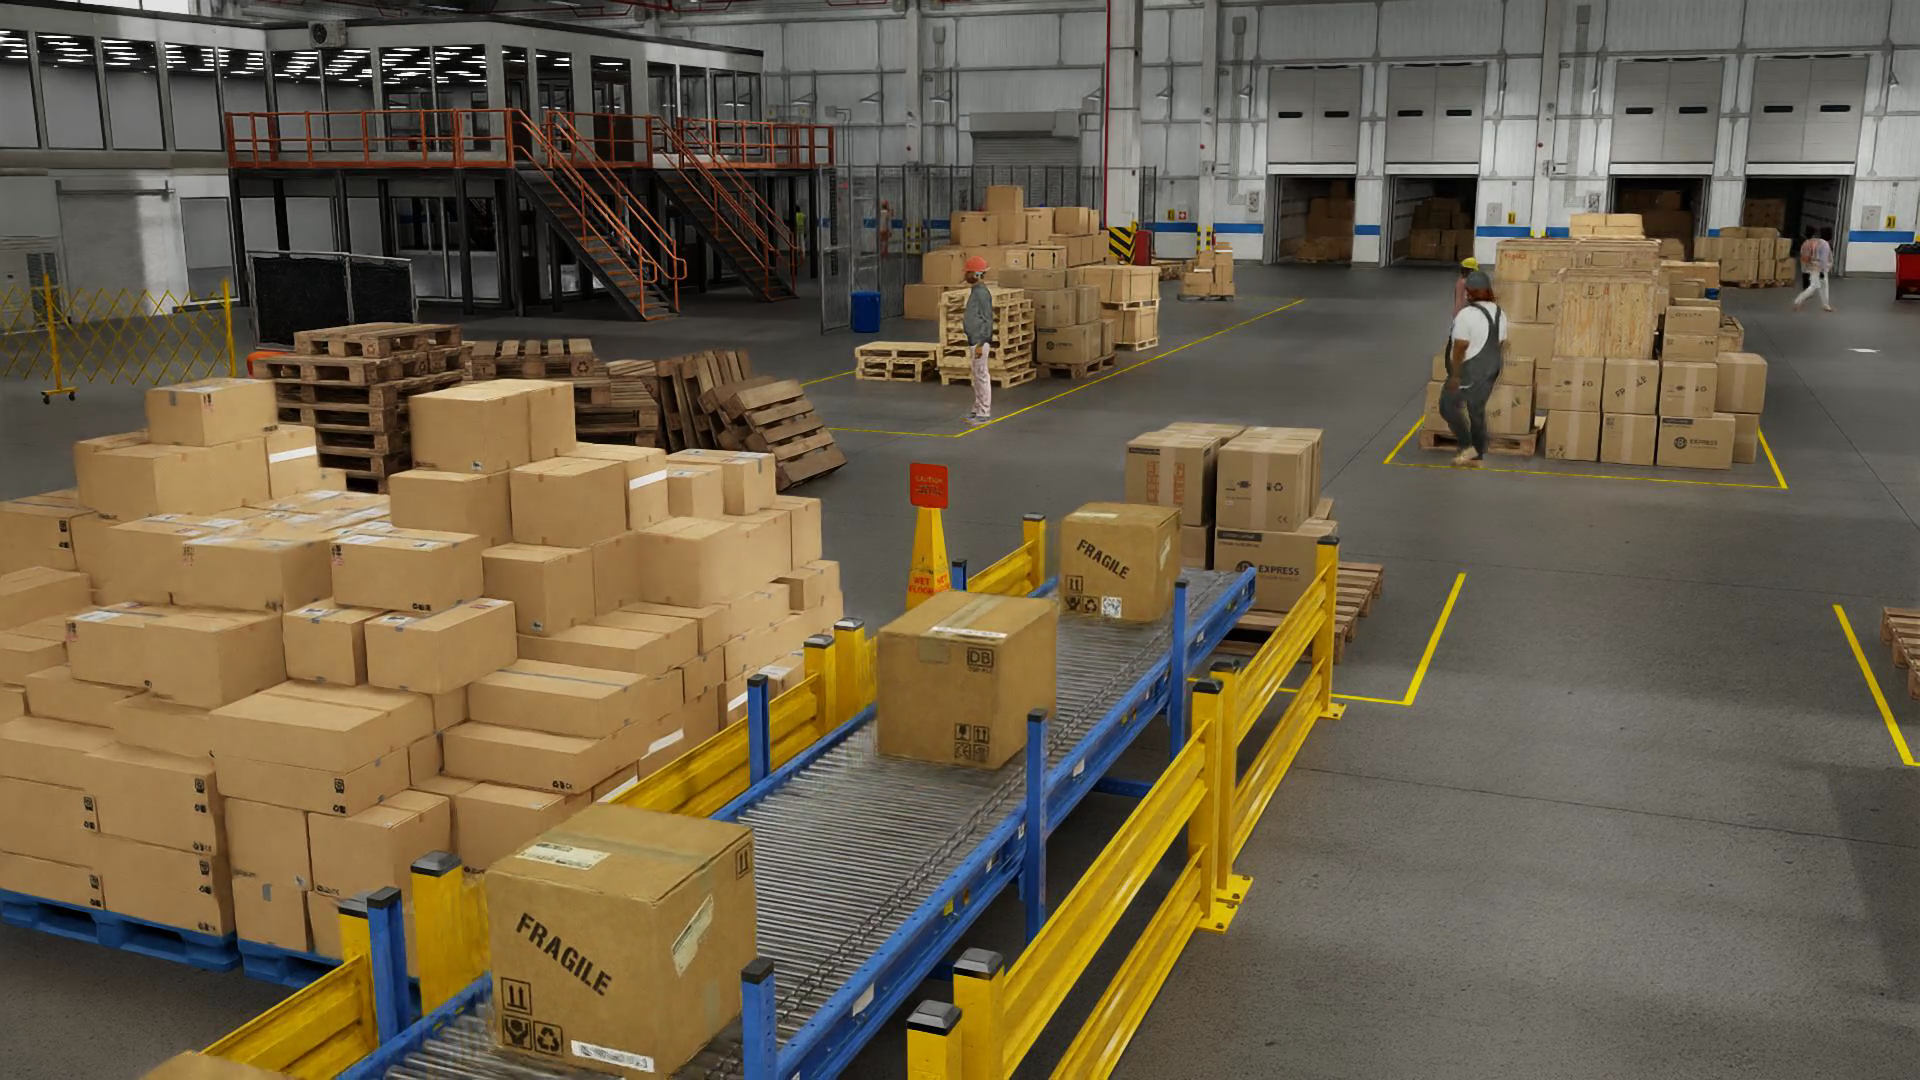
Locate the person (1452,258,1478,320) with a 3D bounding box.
[{"bbox_3d":[7.299,-3.197,24.067,0.328,1.759,0.524,0,13,0],"label":"person"}]

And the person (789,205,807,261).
[{"bbox_3d":[-5.394,-10.174,55.172,0.623,1.844,0.430,-7,14,-29],"label":"person"}]

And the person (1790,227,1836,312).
[{"bbox_3d":[18.245,-5.754,35.420,0.853,1.820,0.637,5,14,22],"label":"person"}]

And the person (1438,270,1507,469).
[{"bbox_3d":[5.175,-1.726,16.826,0.701,2.000,0.537,-8,15,-32],"label":"person"}]

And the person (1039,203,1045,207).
[{"bbox_3d":[2.660,-9.915,53.769,0.602,1.949,0.388,0,13,1],"label":"person"}]

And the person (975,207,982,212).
[{"bbox_3d":[0.551,-9.049,49.994,0.566,1.888,0.951,4,13,18],"label":"person"}]

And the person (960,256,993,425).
[{"bbox_3d":[0.206,-2.375,19.841,0.379,1.996,0.611,-2,13,-7],"label":"person"}]

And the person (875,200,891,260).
[{"bbox_3d":[-2.572,-10.385,55.776,0.618,1.993,0.398,7,14,28],"label":"person"}]

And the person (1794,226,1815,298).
[{"bbox_3d":[20.032,-6.571,39.340,0.319,1.696,0.532,3,13,11],"label":"person"}]
